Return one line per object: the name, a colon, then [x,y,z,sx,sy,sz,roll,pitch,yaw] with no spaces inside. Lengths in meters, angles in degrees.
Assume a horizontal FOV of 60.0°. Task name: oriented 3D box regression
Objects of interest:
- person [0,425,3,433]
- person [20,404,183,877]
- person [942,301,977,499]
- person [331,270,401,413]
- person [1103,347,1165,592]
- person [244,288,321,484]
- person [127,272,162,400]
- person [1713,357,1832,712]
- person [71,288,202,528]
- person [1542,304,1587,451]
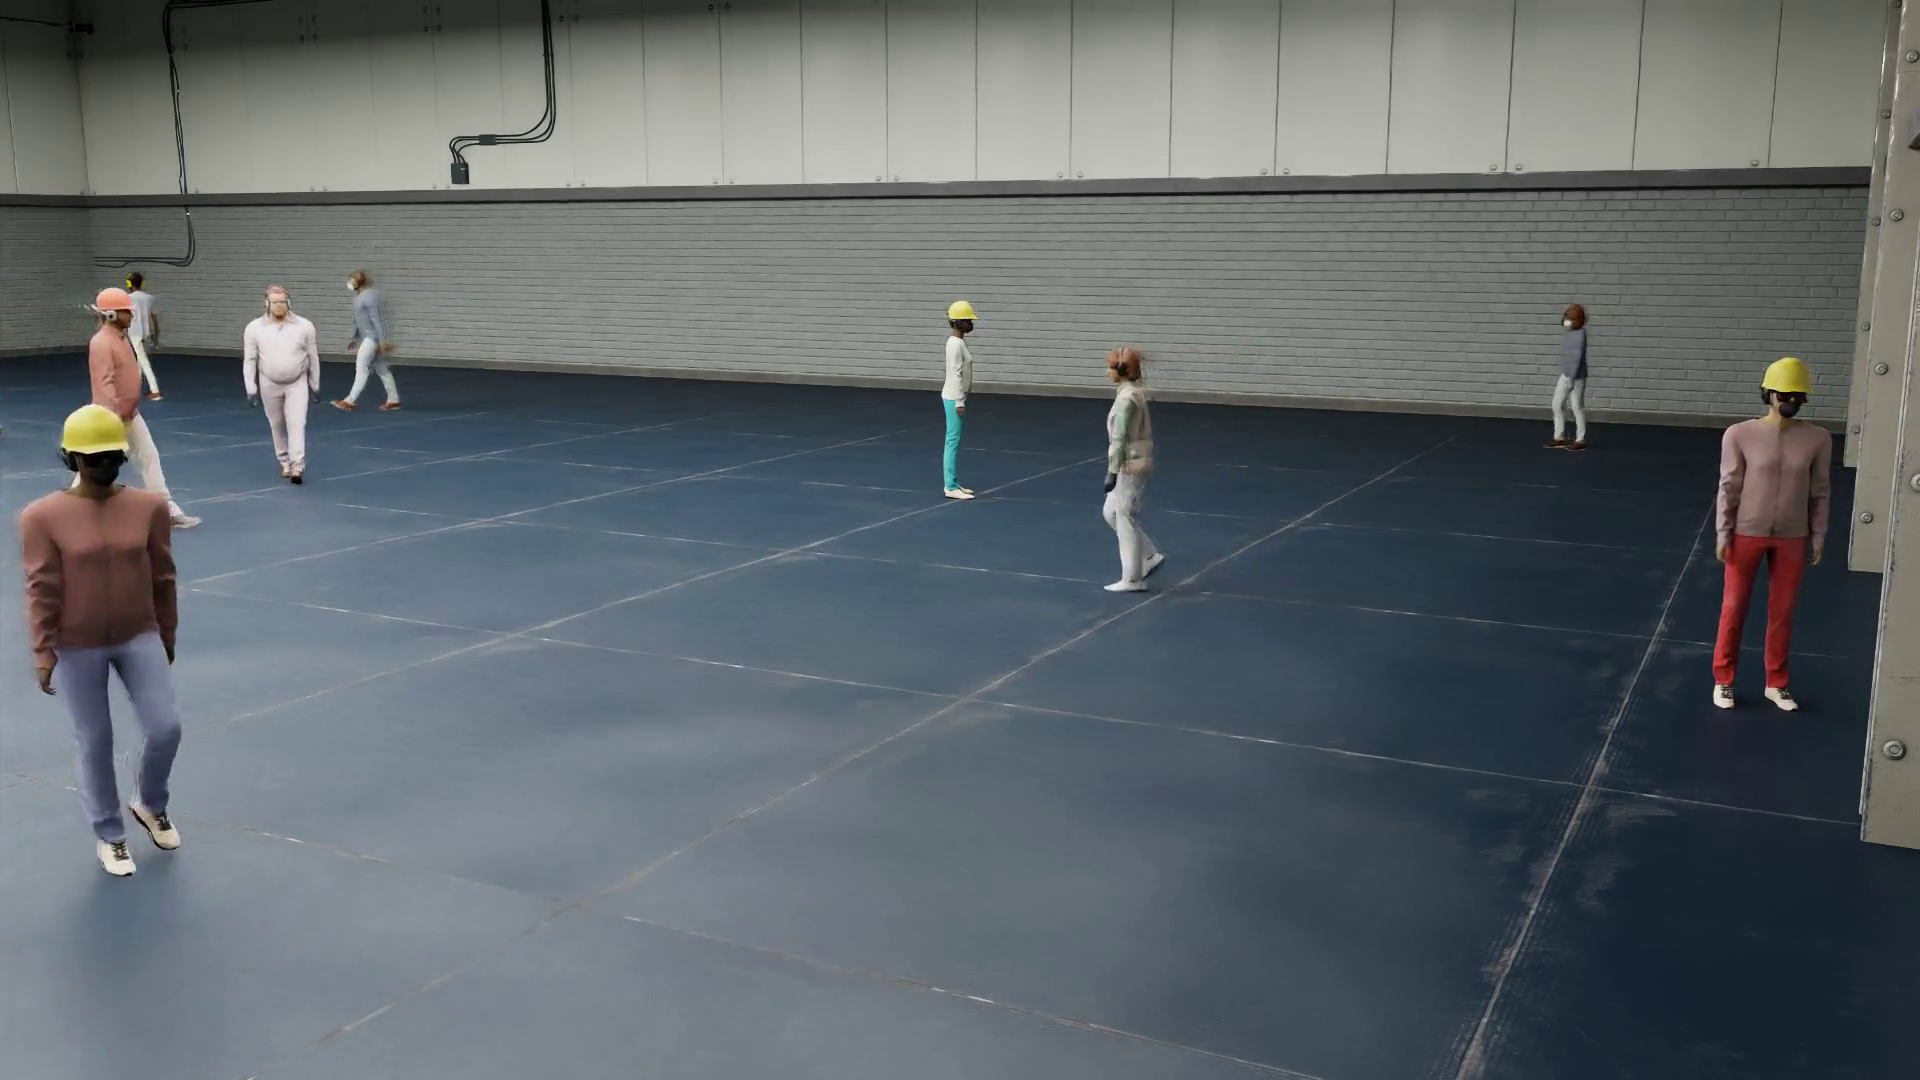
person: [-10.842,-1.837,18.021,0.587,1.808,0.822,6,12,30]
person: [-3.112,0.379,6.084,0.531,1.752,0.385,-9,14,-41]
person: [-0.006,-1.254,14.930,0.318,1.769,0.522,0,10,0]
person: [-7.957,-2.638,22.154,0.992,1.886,0.675,-6,12,-30]
person: [1.100,-0.457,10.968,0.360,1.624,0.535,1,10,8]
person: [-6.472,-1.475,15.894,0.663,1.855,1.023,-4,11,-19]
person: [-11.823,-2.921,23.877,0.971,1.818,0.538,6,12,30]
person: [4.005,-0.018,8.217,0.529,1.764,0.336,1,10,8]
person: [-6.688,-1.017,13.179,1.053,1.947,0.632,-1,10,-6]
person: [6.652,-1.759,18.111,0.520,1.604,0.531,-1,10,-7]
